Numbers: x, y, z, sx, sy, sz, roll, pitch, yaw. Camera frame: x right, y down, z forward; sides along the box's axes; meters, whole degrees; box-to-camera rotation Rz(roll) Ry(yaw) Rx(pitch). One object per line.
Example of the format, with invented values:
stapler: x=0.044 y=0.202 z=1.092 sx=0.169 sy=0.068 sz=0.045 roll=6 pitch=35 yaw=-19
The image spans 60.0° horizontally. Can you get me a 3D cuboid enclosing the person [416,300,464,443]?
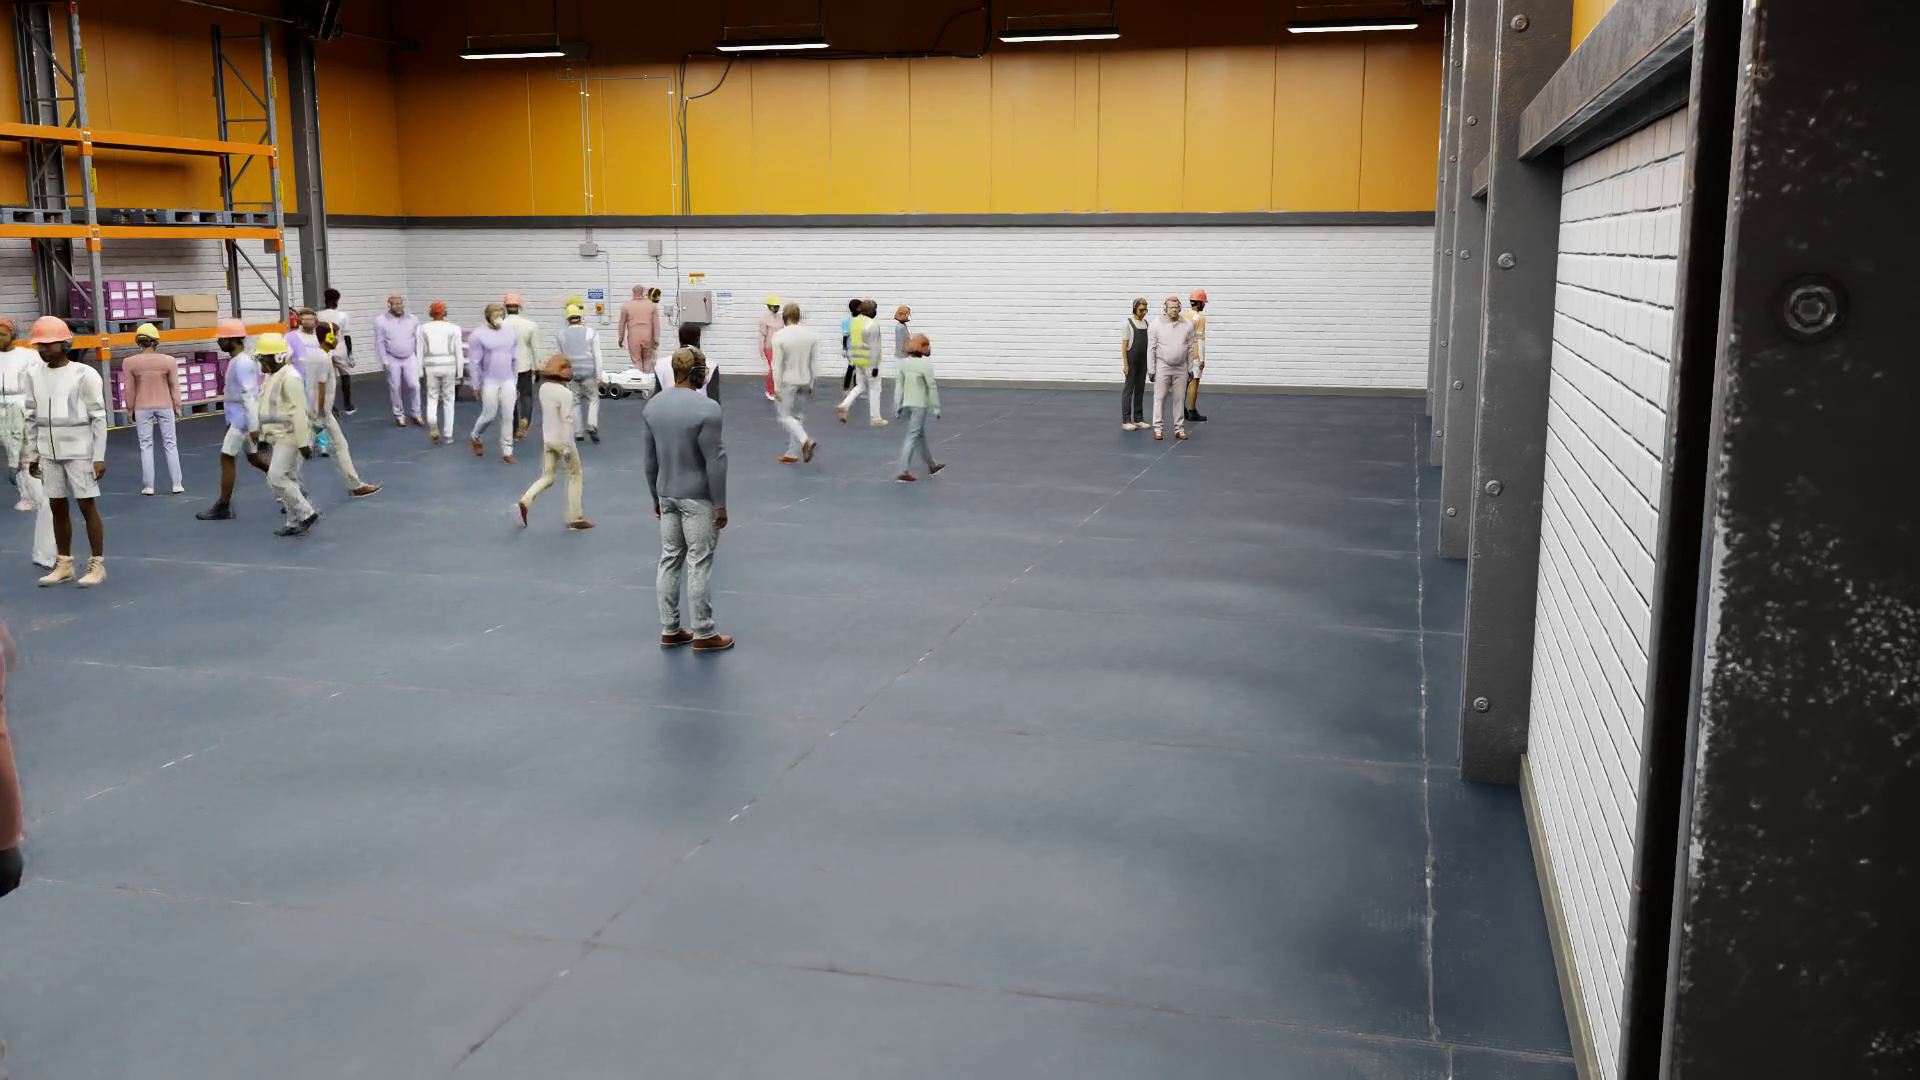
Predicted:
person: x=-6.705 y=-2.159 z=21.458 sx=0.575 sy=1.873 sz=0.537 roll=-2 pitch=10 yaw=-10

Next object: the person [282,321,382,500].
person: x=-6.409 y=-1.287 z=16.718 sx=1.020 sy=1.807 sz=0.538 roll=-9 pitch=13 yaw=-41

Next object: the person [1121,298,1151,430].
person: x=2.471 y=-2.453 z=23.208 sx=0.506 sy=1.842 sz=0.346 roll=-8 pitch=13 yaw=-38

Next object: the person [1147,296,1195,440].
person: x=2.793 y=-2.264 z=21.978 sx=0.646 sy=1.902 sz=0.403 roll=-2 pitch=10 yaw=-12

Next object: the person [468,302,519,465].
person: x=-5.506 y=-1.851 z=19.605 sx=0.635 sy=1.919 sz=0.699 roll=-9 pitch=13 yaw=-41

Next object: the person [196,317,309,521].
person: x=-6.686 y=-1.141 z=15.628 sx=0.954 sy=1.909 sz=0.552 roll=-4 pitch=11 yaw=-24

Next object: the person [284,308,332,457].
person: x=-7.958 y=-1.931 z=20.361 sx=0.573 sy=1.805 sz=0.841 roll=-3 pitch=11 yaw=-19

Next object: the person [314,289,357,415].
person: x=-9.405 y=-2.805 z=25.008 sx=0.677 sy=1.902 sz=0.984 roll=-1 pitch=10 yaw=-4

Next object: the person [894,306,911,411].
person: x=-0.885 y=-2.818 z=25.858 sx=0.266 sy=1.632 sz=0.509 roll=1 pitch=10 yaw=5

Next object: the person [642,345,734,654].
person: x=-1.715 y=-0.255 z=10.482 sx=0.632 sy=1.938 sz=0.359 roll=7 pitch=12 yaw=34

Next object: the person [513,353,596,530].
person: x=-3.647 y=-0.859 z=14.856 sx=0.494 sy=1.608 sz=0.694 roll=9 pitch=13 yaw=40

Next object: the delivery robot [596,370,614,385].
delivery robot: x=-6.180 y=-2.726 z=28.127 sx=0.707 sy=0.478 sz=0.477 roll=2 pitch=10 yaw=11

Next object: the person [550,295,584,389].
person: x=-6.870 y=-3.456 z=29.273 sx=0.700 sy=1.698 sz=0.521 roll=-3 pitch=10 yaw=-15

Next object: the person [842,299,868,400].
person: x=-1.708 y=-3.180 z=27.780 sx=0.680 sy=1.670 sz=0.551 roll=4 pitch=11 yaw=22

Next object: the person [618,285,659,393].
person: x=-5.633 y=-3.522 z=29.156 sx=0.673 sy=1.875 sz=0.665 roll=-5 pitch=11 yaw=-24

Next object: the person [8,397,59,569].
person: x=-7.169 y=-0.563 z=13.123 sx=0.698 sy=1.606 sz=0.542 roll=5 pitch=11 yaw=26

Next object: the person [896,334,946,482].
person: x=-0.393 y=-1.444 z=18.155 sx=0.832 sy=1.591 sz=0.528 roll=-9 pitch=13 yaw=-41

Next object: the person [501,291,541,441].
person: x=-5.768 y=-2.234 z=21.606 sx=0.631 sy=1.973 sz=0.820 roll=-2 pitch=10 yaw=-12

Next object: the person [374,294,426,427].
person: x=-7.898 y=-2.525 z=23.502 sx=0.657 sy=1.882 sz=0.613 roll=-5 pitch=11 yaw=-28

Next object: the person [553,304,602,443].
person: x=-4.960 y=-2.144 z=21.573 sx=0.613 sy=1.805 sz=0.531 roll=-1 pitch=10 yaw=-7

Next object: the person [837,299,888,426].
person: x=-1.373 y=-2.509 z=23.586 sx=0.681 sy=1.820 sz=0.635 roll=-8 pitch=13 yaw=-39

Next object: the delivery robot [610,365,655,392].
delivery robot: x=-5.489 y=-2.686 z=27.898 sx=0.707 sy=0.478 sz=0.477 roll=2 pitch=10 yaw=9

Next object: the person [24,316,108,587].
person: x=-6.697 y=-0.649 z=12.425 sx=0.615 sy=2.038 sz=0.396 roll=1 pitch=10 yaw=7

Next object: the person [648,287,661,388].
person: x=-5.589 y=-3.595 z=29.706 sx=0.673 sy=1.839 sz=0.604 roll=-5 pitch=11 yaw=-25

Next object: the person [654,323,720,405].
person: x=-2.424 y=-0.994 z=14.848 sx=0.627 sy=1.865 sz=0.950 roll=0 pitch=10 yaw=2

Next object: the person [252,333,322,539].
person: x=-5.885 y=-0.895 z=14.461 sx=0.428 sy=1.813 sz=0.614 roll=-7 pitch=12 yaw=-34

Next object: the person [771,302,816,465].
person: x=-1.888 y=-1.792 z=19.250 sx=0.633 sy=1.921 sz=0.690 roll=-10 pitch=14 yaw=-43

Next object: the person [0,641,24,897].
person: x=-2.956 y=0.830 z=4.467 sx=0.685 sy=1.888 sz=0.650 roll=2 pitch=10 yaw=12

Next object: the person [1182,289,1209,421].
person: x=3.448 y=-2.703 z=24.378 sx=0.382 sy=1.929 sz=0.538 roll=-5 pitch=11 yaw=-26

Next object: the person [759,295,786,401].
person: x=-3.067 y=-3.173 z=27.553 sx=0.492 sy=1.752 sz=0.540 roll=8 pitch=13 yaw=39

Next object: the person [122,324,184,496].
person: x=-8.298 y=-1.336 z=17.110 sx=0.527 sy=1.763 sz=0.333 roll=-5 pitch=11 yaw=-28

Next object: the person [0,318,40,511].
person: x=-9.184 y=-1.202 z=16.050 sx=0.597 sy=1.859 sz=0.639 roll=0 pitch=10 yaw=-2
